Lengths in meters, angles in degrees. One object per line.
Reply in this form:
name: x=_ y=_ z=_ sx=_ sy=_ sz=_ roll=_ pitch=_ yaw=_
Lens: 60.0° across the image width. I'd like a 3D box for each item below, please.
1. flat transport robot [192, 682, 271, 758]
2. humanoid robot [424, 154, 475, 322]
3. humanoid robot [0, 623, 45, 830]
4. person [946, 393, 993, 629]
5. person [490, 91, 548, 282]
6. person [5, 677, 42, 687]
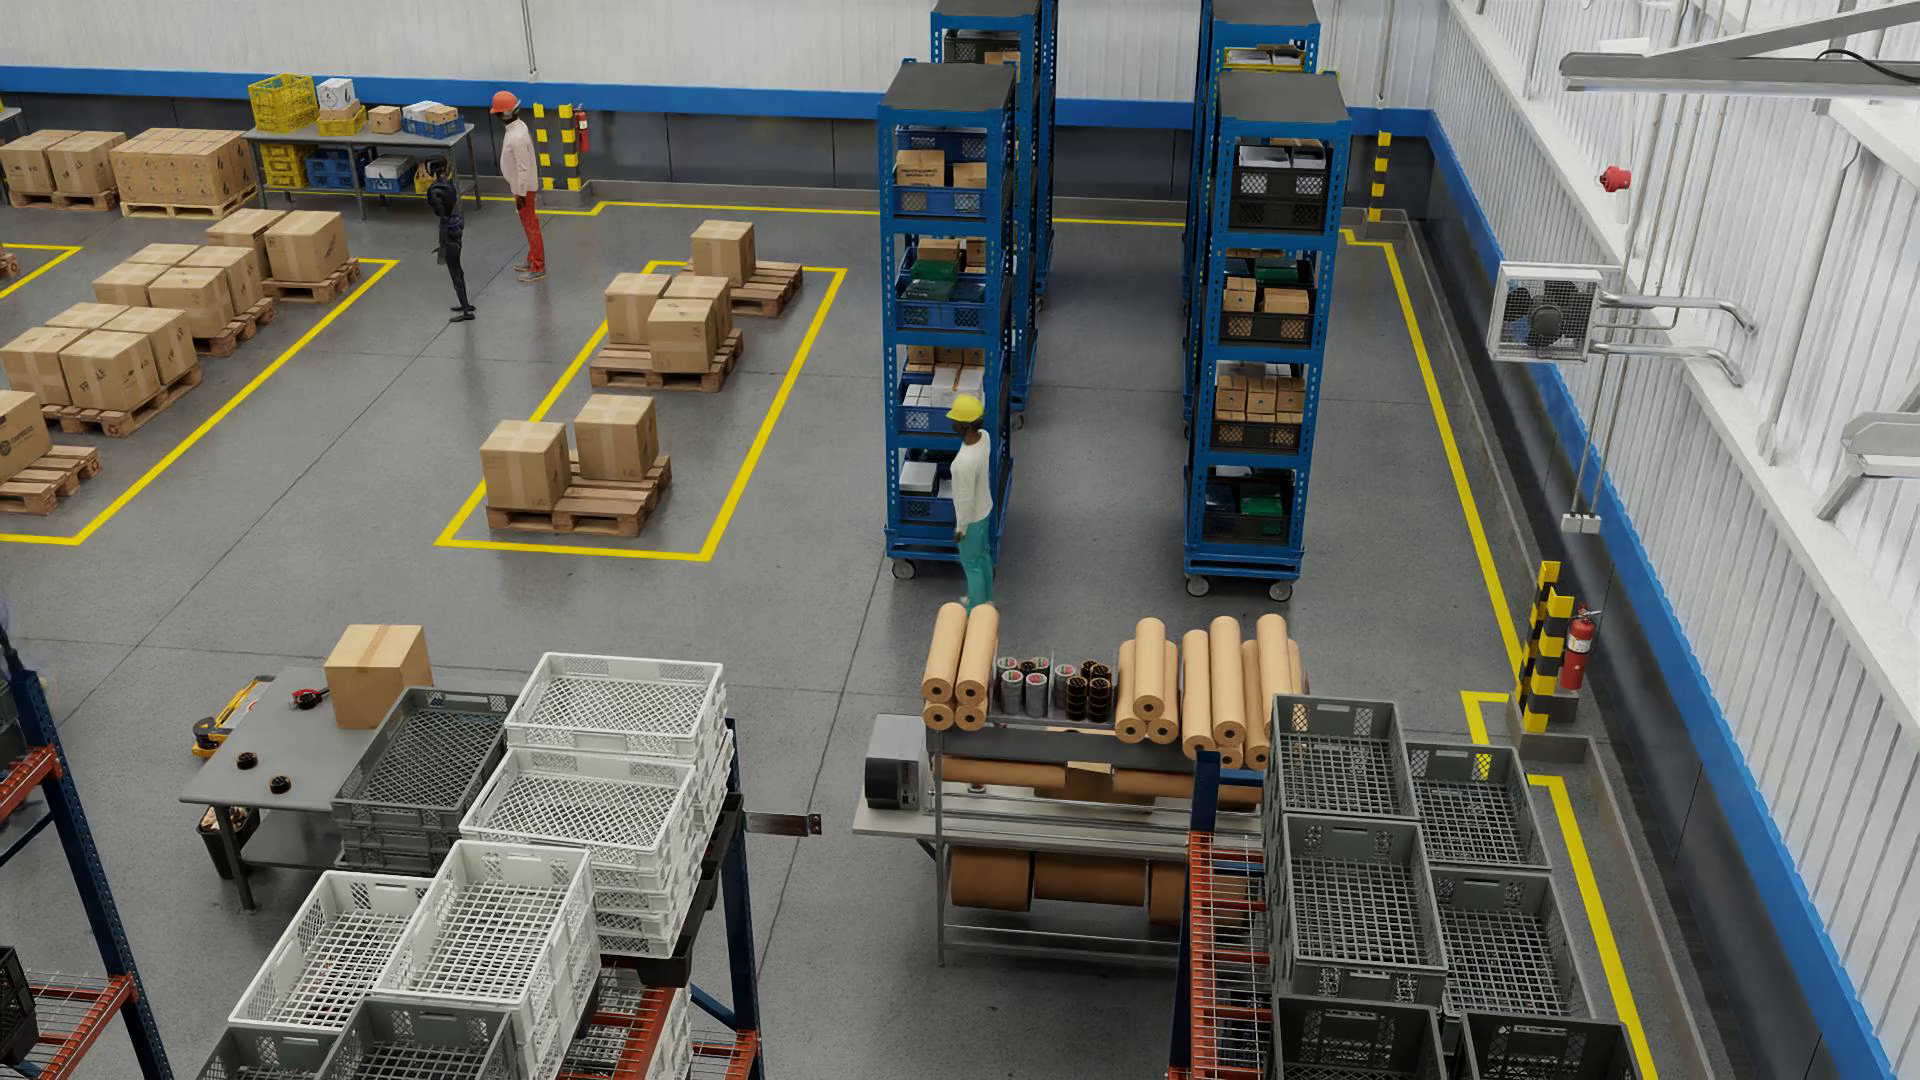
flat transport robot: x=-4.089 y=1.163 z=10.648 sx=1.431 sy=0.197 sz=0.652 roll=3 pitch=30 yaw=6
humanoid robot: x=-5.047 y=-2.984 z=16.385 sx=0.314 sy=1.657 sz=0.608 roll=-6 pitch=31 yaw=-10
humanoid robot: x=-5.746 y=0.930 z=9.685 sx=0.592 sy=1.635 sz=0.456 roll=-6 pitch=31 yaw=-10
person: x=0.058 y=-0.199 z=11.526 sx=0.324 sy=1.766 sz=0.532 roll=8 pitch=31 yaw=13
person: x=-4.573 y=-3.675 z=17.282 sx=0.390 sy=1.984 sz=0.611 roll=-8 pitch=31 yaw=-13
person: x=-6.086 y=0.499 z=10.056 sx=0.709 sy=2.000 sz=0.667 roll=19 pitch=35 yaw=29
